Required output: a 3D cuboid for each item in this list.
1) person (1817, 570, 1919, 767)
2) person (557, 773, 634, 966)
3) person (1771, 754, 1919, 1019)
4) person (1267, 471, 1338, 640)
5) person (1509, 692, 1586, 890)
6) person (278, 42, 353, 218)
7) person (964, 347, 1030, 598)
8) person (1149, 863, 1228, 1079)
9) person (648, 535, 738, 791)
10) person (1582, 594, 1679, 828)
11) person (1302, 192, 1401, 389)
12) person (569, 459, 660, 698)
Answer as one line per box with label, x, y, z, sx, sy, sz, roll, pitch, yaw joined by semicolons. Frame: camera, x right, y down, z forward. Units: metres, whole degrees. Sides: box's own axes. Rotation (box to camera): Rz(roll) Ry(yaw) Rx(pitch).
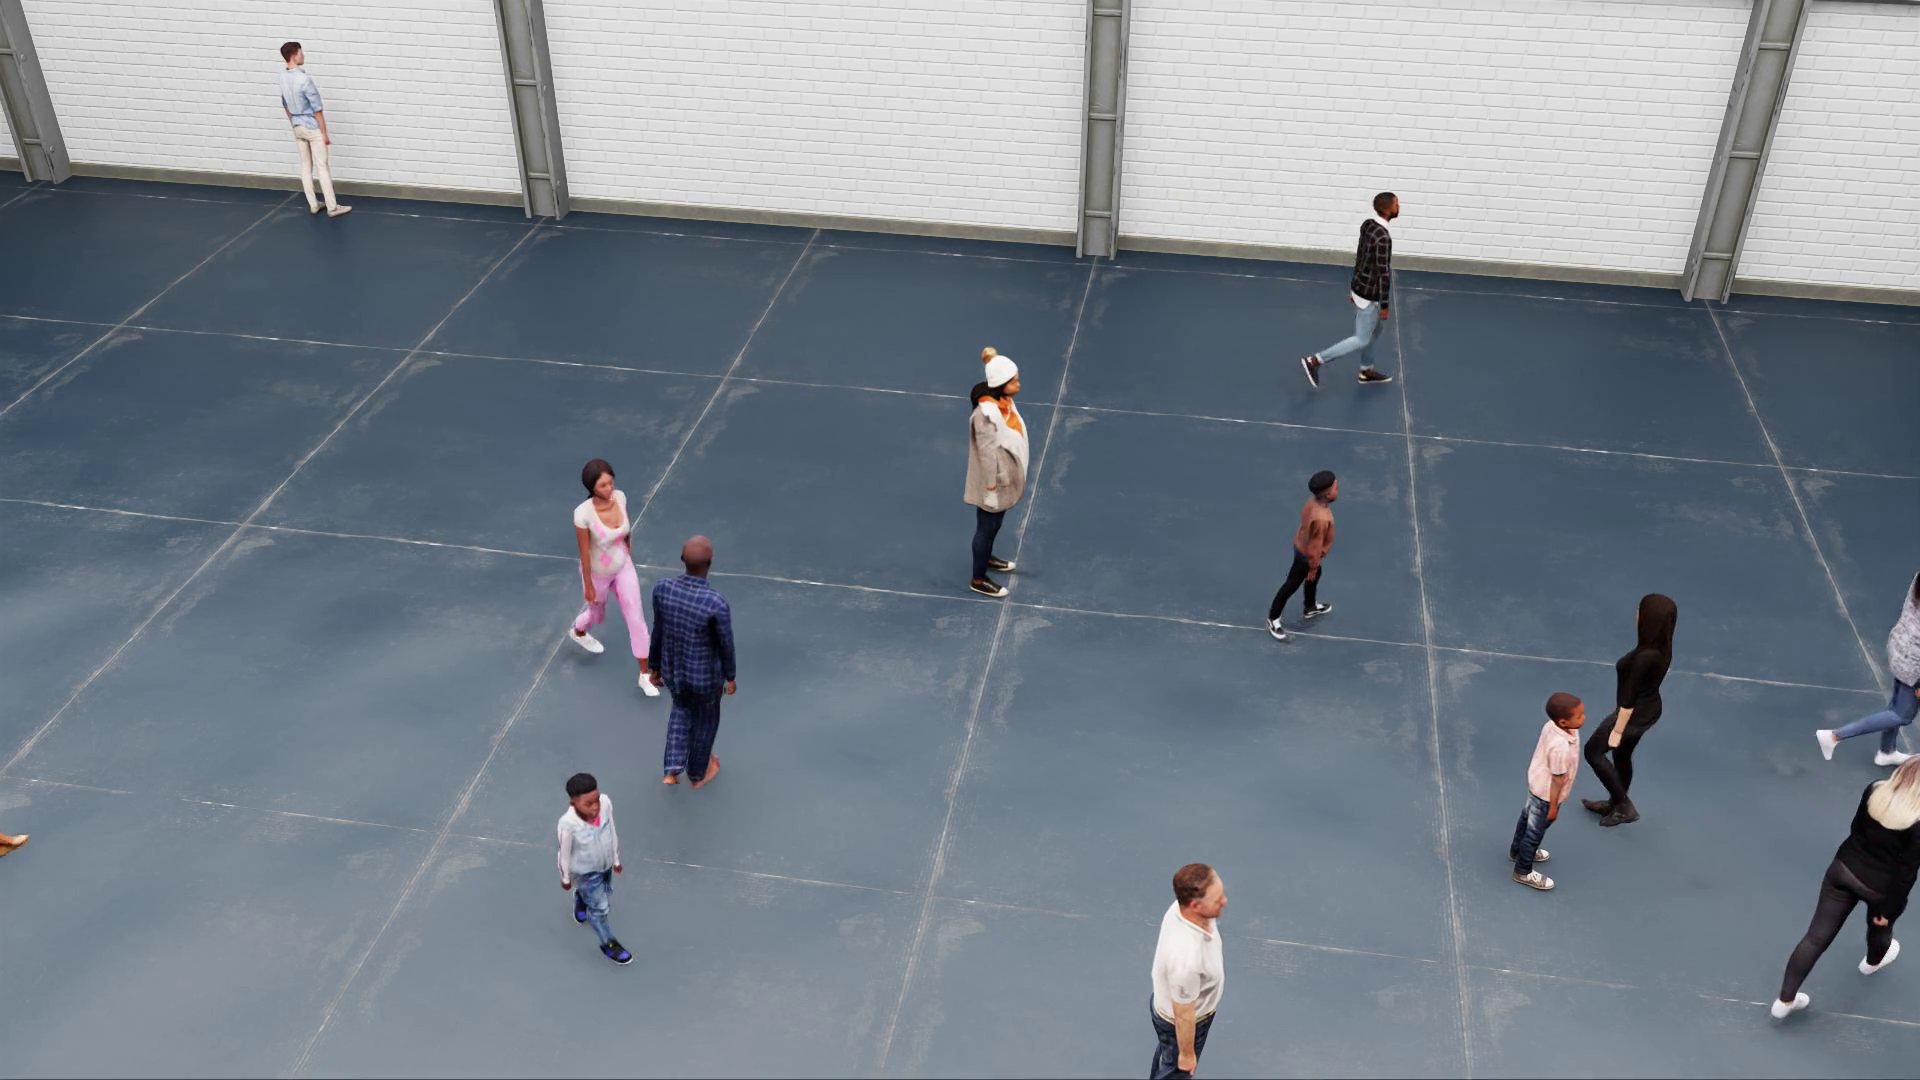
person;5.715;0.729;10.123;0.996;1.713;0.700;1;34;2
person;-2.035;1.722;9.059;0.738;1.238;0.875;-26;42;-33
person;4.589;1.821;8.558;1.211;1.627;1.073;-16;37;-23
person;2.371;0.088;11.522;0.707;1.232;0.608;5;34;8
person;3.345;1.396;9.486;0.460;1.307;0.508;6;34;9
person;-6.928;-4.359;17.657;0.614;1.847;0.774;16;37;23
person;0.227;-0.505;11.815;0.633;1.895;0.682;6;34;9
person;1.024;2.207;7.770;0.587;1.857;0.673;8;34;12
person;-1.619;0.829;9.902;0.732;1.792;0.829;8;35;12
person;3.996;1.063;9.699;0.782;1.626;0.731;28;43;35
person;3.428;-2.105;14.313;1.140;1.795;0.791;-1;34;-1
person;-2.357;0.198;10.928;1.196;1.707;1.039;25;41;32
